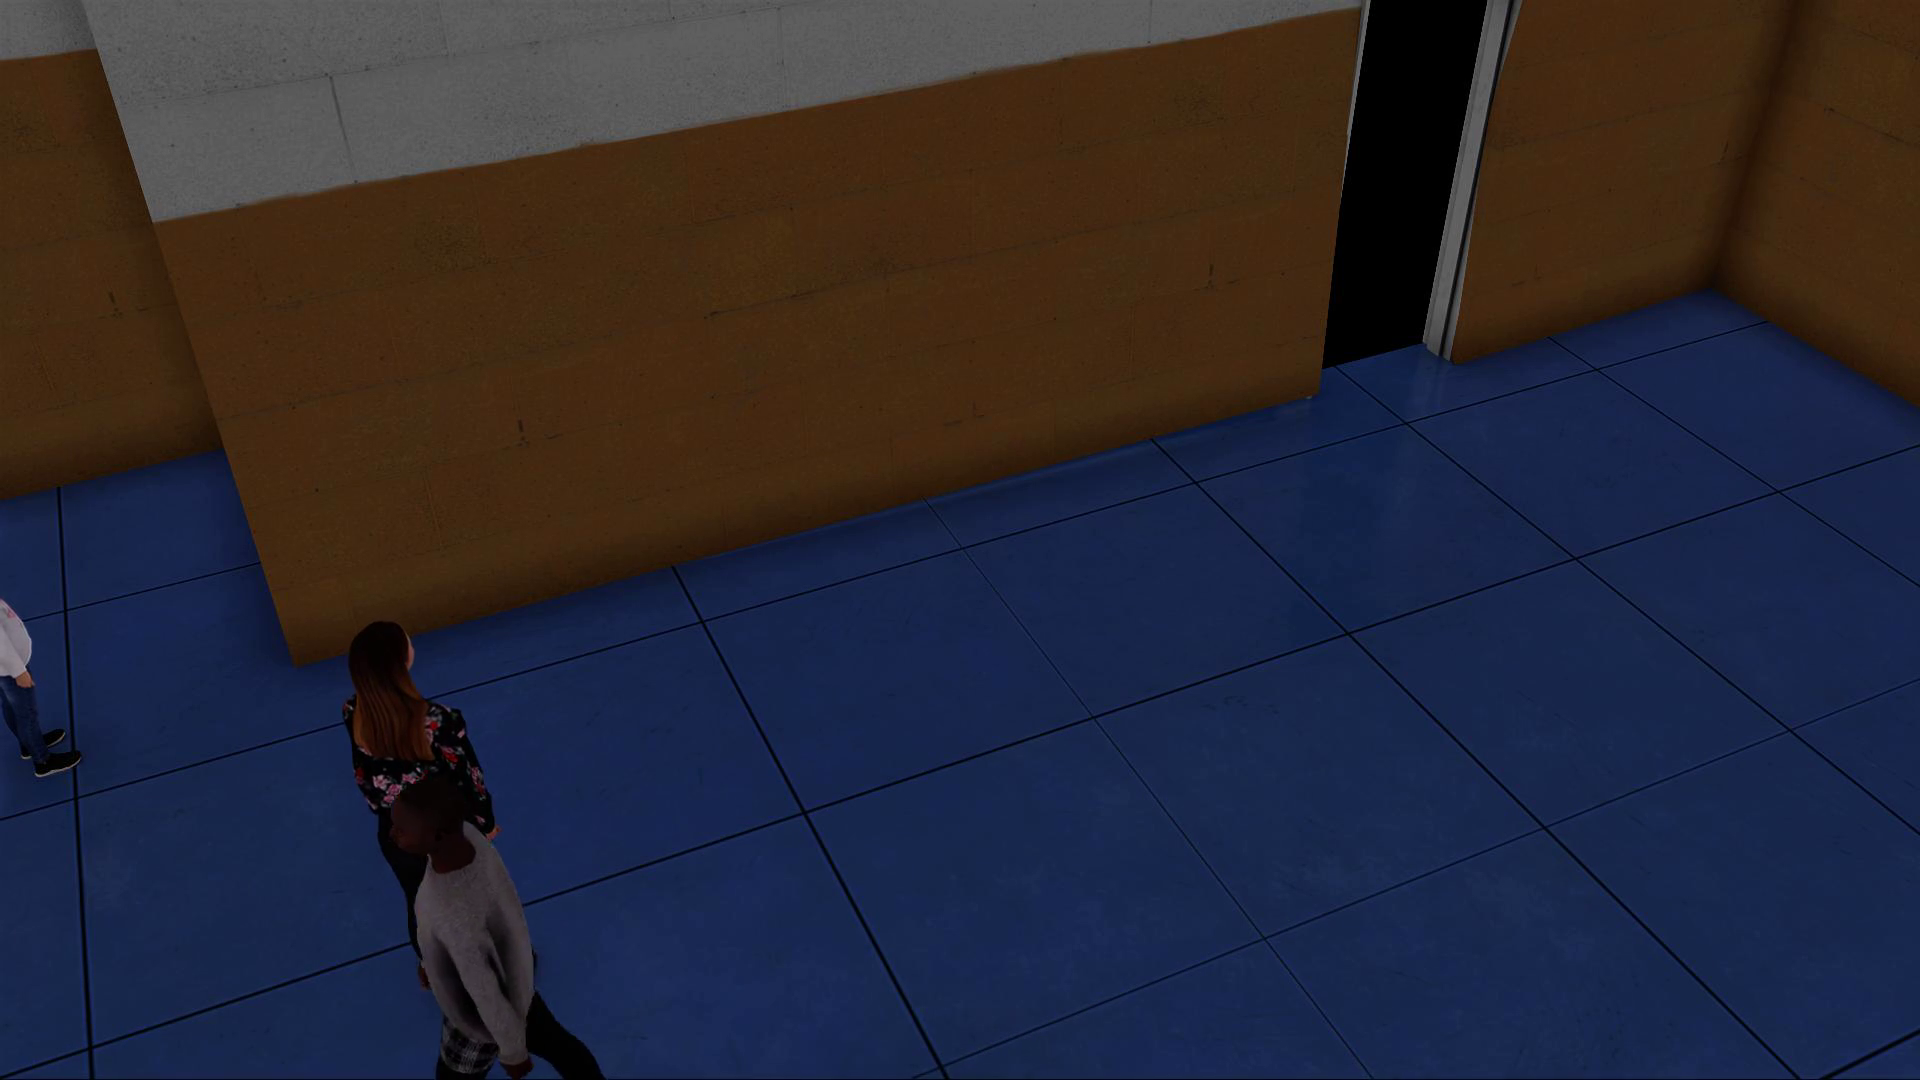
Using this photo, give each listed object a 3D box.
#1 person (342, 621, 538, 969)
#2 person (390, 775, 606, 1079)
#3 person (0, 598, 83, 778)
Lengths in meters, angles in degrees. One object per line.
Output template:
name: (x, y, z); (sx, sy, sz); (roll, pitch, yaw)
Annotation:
person: (-1.766, 0.945, 5.538); (0.653, 1.683, 0.685); (7, 37, 9)
person: (-1.304, 1.340, 4.968); (0.851, 1.736, 1.117); (-9, 38, -11)
person: (-3.838, 0.463, 6.654); (0.564, 1.113, 0.473); (-30, 46, -34)
